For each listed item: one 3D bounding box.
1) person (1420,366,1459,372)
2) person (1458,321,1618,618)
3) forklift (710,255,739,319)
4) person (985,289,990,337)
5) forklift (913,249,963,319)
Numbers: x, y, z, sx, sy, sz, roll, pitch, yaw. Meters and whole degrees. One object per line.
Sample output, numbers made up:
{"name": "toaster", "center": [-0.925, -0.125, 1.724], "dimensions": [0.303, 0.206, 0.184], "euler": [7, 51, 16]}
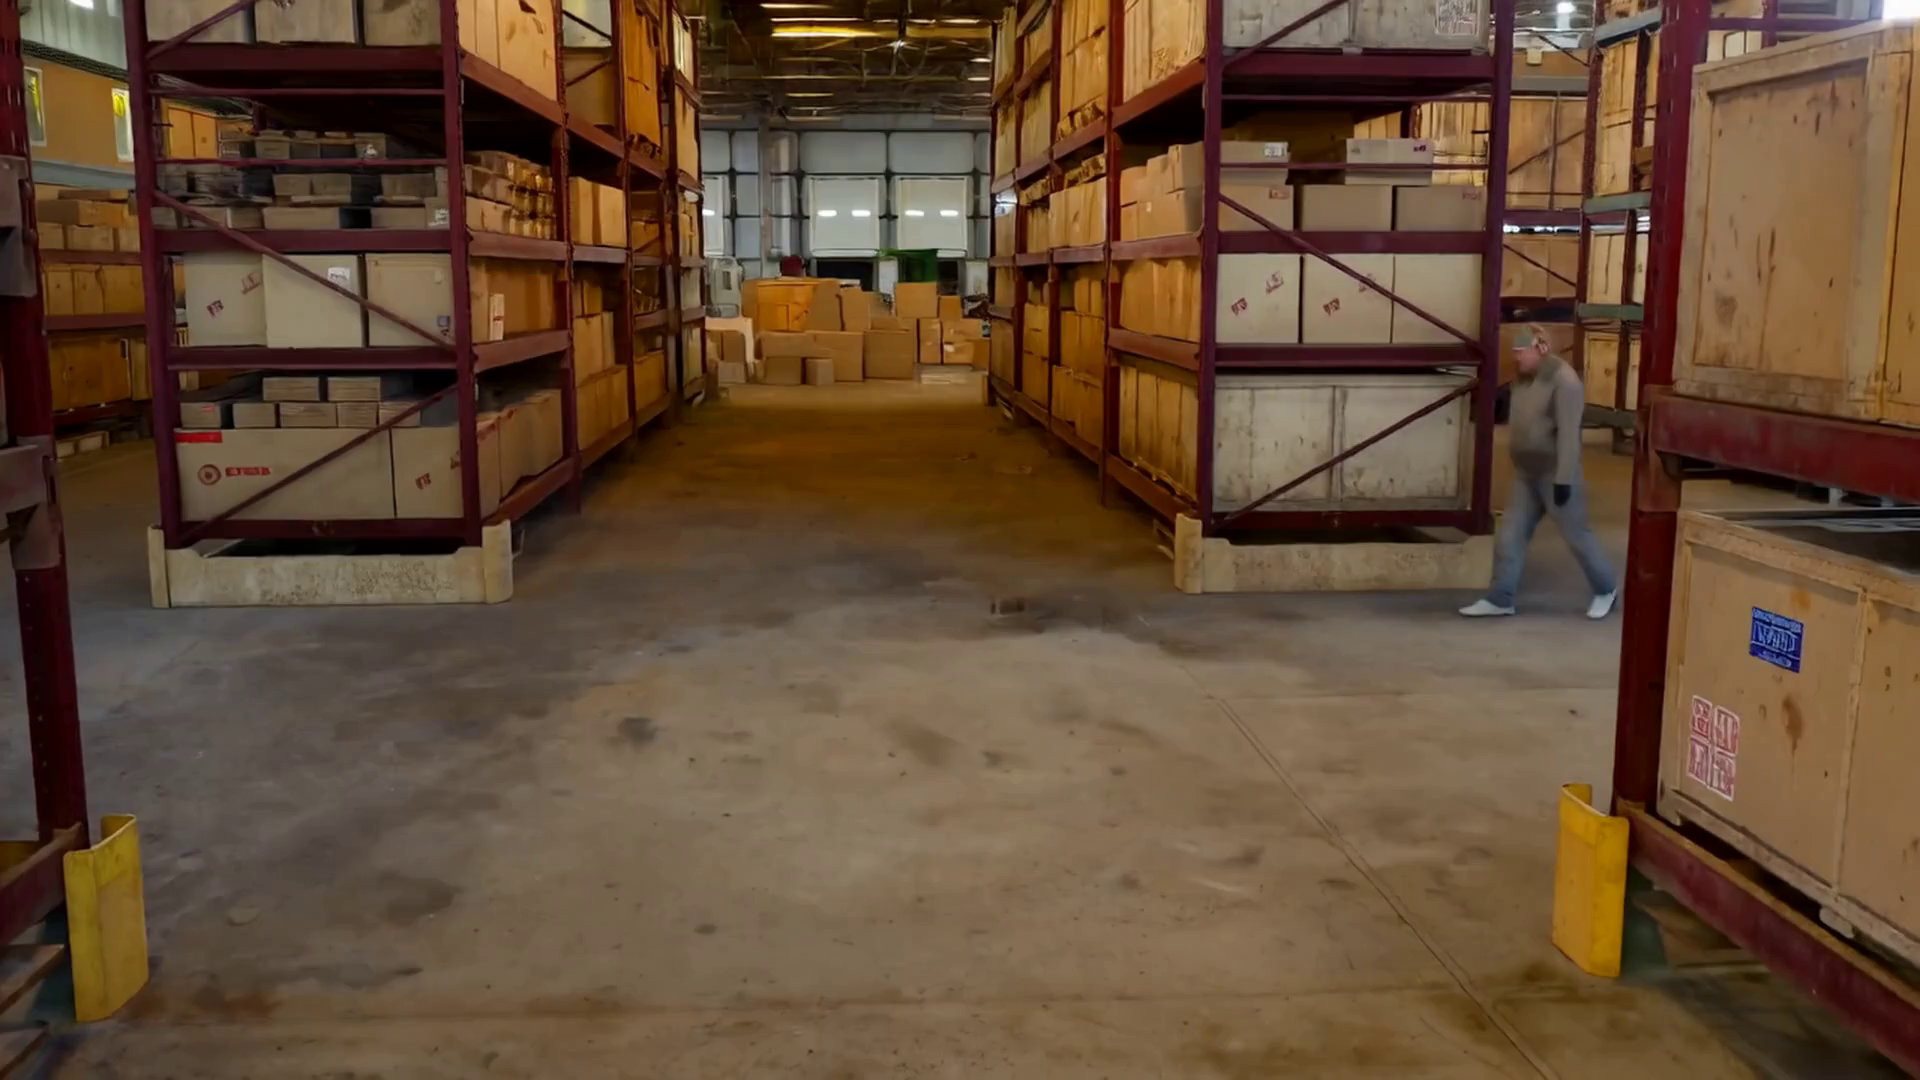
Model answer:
{"name": "person", "center": [4.277, -1.112, 15.005], "dimensions": [0.317, 1.700, 0.538], "euler": [-7, 11, -37]}
{"name": "person", "center": [3.649, -0.424, 10.245], "dimensions": [1.011, 1.849, 0.703], "euler": [-3, 9, -15]}
{"name": "forklift", "center": [-8.368, -8.713, 59.038], "dimensions": [1.129, 2.768, 1.873], "euler": [-1, 9, -4]}
{"name": "person", "center": [1.013, -7.160, 53.009], "dimensions": [0.412, 1.683, 0.560], "euler": [0, 9, -1]}
{"name": "forklift", "center": [-0.943, -6.621, 45.902], "dimensions": [1.873, 2.768, 1.129], "euler": [-5, 10, -29]}
